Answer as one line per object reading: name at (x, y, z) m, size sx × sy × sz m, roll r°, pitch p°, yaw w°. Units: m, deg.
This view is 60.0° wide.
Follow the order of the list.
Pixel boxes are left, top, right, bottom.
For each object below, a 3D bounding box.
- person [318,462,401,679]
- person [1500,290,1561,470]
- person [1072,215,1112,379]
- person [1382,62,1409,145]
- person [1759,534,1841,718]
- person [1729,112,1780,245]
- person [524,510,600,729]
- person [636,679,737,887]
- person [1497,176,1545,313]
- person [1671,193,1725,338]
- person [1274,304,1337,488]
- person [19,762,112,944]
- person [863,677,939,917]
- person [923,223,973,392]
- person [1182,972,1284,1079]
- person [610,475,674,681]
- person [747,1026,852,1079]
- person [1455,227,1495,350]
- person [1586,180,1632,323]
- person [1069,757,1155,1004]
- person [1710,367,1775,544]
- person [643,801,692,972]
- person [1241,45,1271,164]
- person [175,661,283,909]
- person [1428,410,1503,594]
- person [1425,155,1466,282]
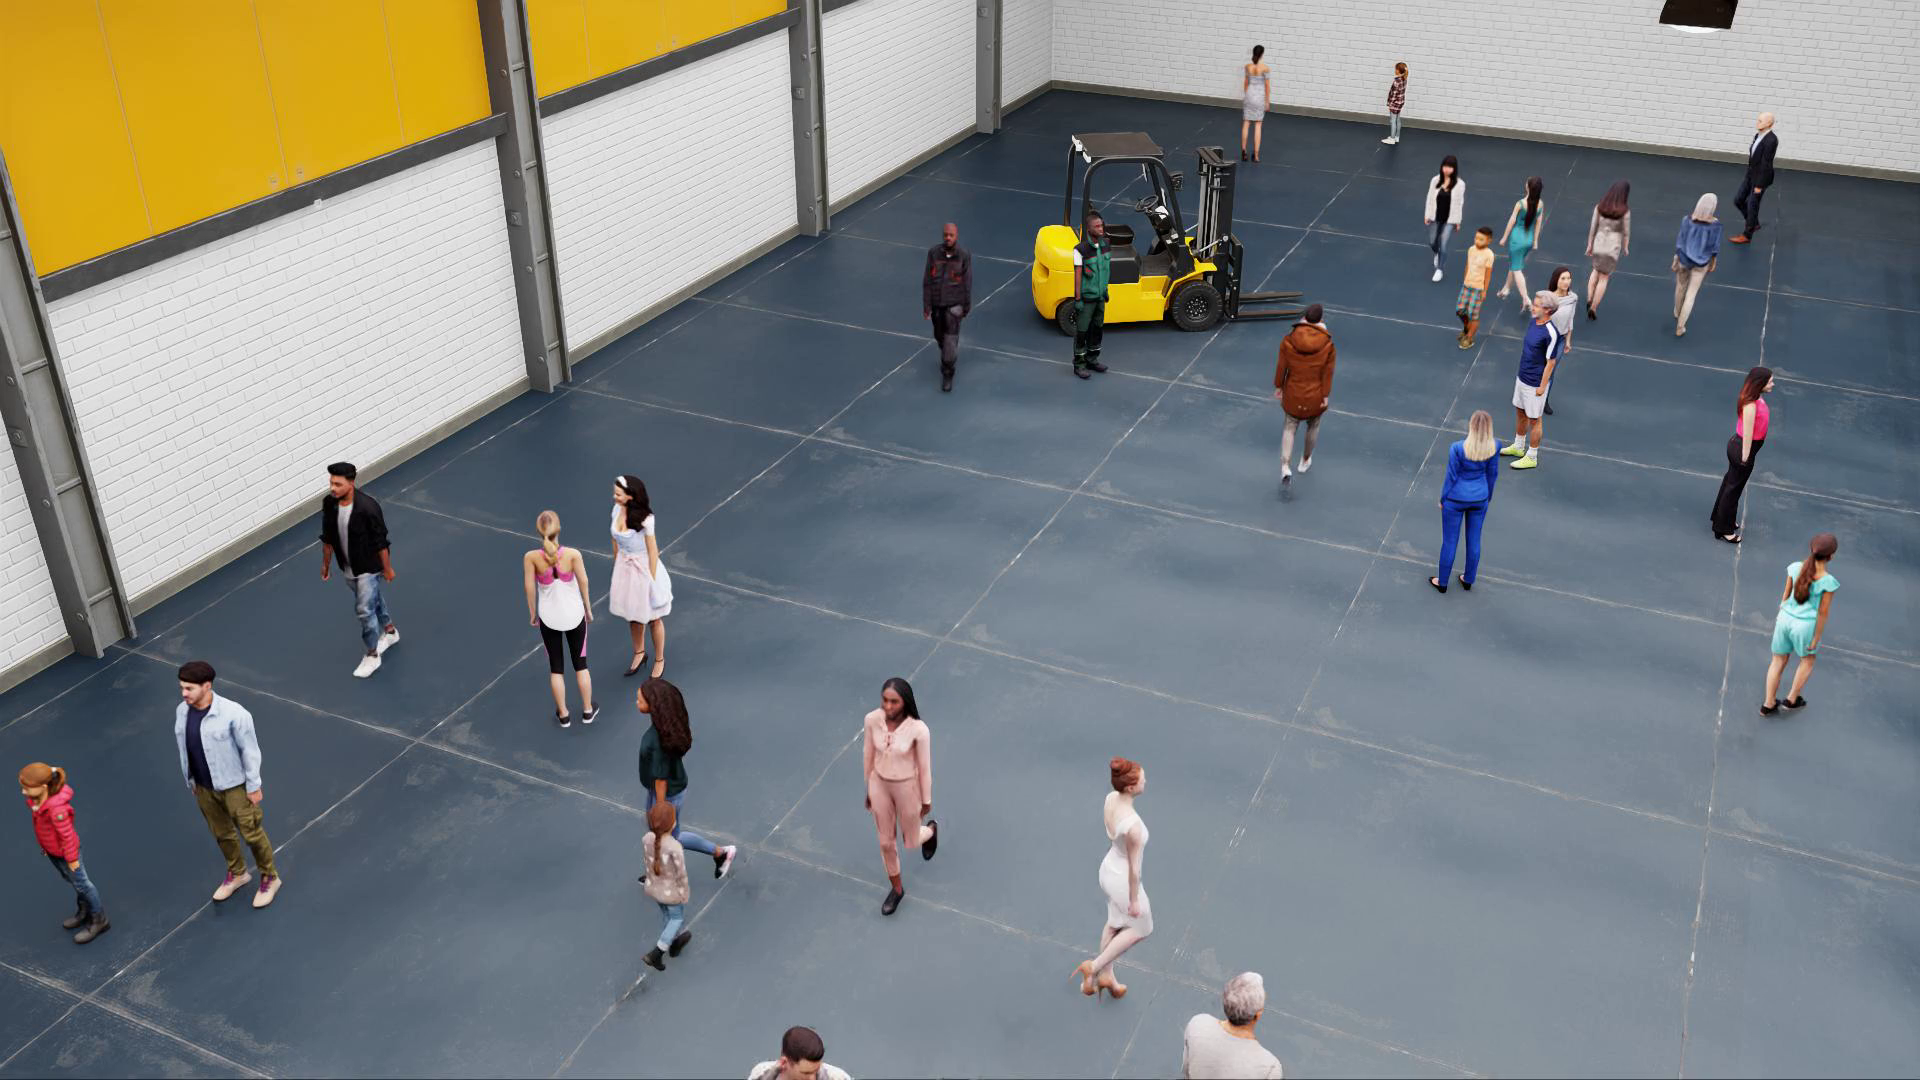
person at (-4.728, 0.129, 13.329) m, size 0.732 × 1.785 × 0.898 m, roll 16°, pitch 32°, yaw 27°
person at (5.678, -1.600, 16.443) m, size 0.776 × 1.838 × 0.672 m, roll -4°, pitch 29°, yaw -7°
person at (1.454, -2.730, 18.512) m, size 0.683 × 1.840 × 0.829 m, roll -24°, pitch 37°, yaw -37°
person at (7.133, -7.141, 27.157) m, size 0.642 × 1.304 × 0.514 m, roll 22°, pitch 35°, yaw 34°
person at (6.307, 0.670, 12.585) m, size 0.721 × 1.546 × 0.669 m, roll -24°, pitch 37°, yaw -37°
person at (10.888, -4.894, 22.532) m, size 0.887 × 1.788 × 0.793 m, roll -1°, pitch 29°, yaw -2°
person at (-2.989, 0.596, 12.471) m, size 0.690 × 1.786 × 0.717 m, roll -6°, pitch 29°, yaw -10°
person at (-1.823, 1.620, 10.789) m, size 0.911 × 1.599 × 0.933 m, roll -3°, pitch 29°, yaw -5°
person at (6.865, -3.565, 20.243) m, size 0.978 × 1.649 × 1.058 m, roll -9°, pitch 30°, yaw -15°
person at (8.621, -3.213, 19.583) m, size 0.694 × 1.663 × 1.050 m, roll 16°, pitch 32°, yaw 26°
person at (3.307, -1.365, 16.041) m, size 0.800 × 1.810 × 1.132 m, roll 9°, pitch 30°, yaw 16°
person at (-5.646, 1.939, 10.502) m, size 0.569 × 1.314 × 0.571 m, roll 23°, pitch 36°, yaw 35°
person at (-0.368, 1.590, 10.731) m, size 0.623 × 1.708 × 0.904 m, roll 12°, pitch 31°, yaw 20°
person at (-0.140, -2.659, 18.420) m, size 0.891 × 1.803 × 1.306 m, roll 5°, pitch 29°, yaw 10°
person at (1.236, 2.935, 8.070) m, size 0.900 × 1.894 × 1.005 m, roll 23°, pitch 36°, yaw 36°
person at (-2.508, 0.297, 12.989) m, size 0.739 × 1.814 × 0.759 m, roll 18°, pitch 33°, yaw 30°
person at (-0.740, 2.955, 8.087) m, size 0.956 × 1.842 × 1.249 m, roll 4°, pitch 29°, yaw 8°
person at (6.029, -2.942, 19.308) m, size 0.702 × 1.449 × 0.633 m, roll -21°, pitch 35°, yaw -33°
person at (7.703, -3.426, 19.906) m, size 0.673 × 1.726 × 0.708 m, roll 23°, pitch 36°, yaw 35°
person at (0.855, 2.051, 9.808) m, size 0.852 × 1.781 × 0.799 m, roll -6°, pitch 29°, yaw -12°
person at (7.144, -0.797, 15.156) m, size 0.641 × 1.660 × 0.457 m, roll 11°, pitch 31°, yaw 20°
person at (-1.839, 2.157, 10.243) m, size 0.529 × 1.179 × 0.708 m, roll 16°, pitch 32°, yaw 27°
person at (4.596, -6.838, 26.062) m, size 0.628 × 1.823 × 0.570 m, roll 17°, pitch 33°, yaw 29°
person at (-4.719, 1.557, 10.684) m, size 0.717 × 1.810 × 0.625 m, roll 7°, pitch 29°, yaw 13°
person at (4.348, -0.331, 14.260) m, size 0.705 × 1.701 × 0.725 m, roll -4°, pitch 29°, yaw -7°
person at (6.236, -4.160, 21.361) m, size 0.620 × 1.621 × 0.767 m, roll 13°, pitch 31°, yaw 22°
